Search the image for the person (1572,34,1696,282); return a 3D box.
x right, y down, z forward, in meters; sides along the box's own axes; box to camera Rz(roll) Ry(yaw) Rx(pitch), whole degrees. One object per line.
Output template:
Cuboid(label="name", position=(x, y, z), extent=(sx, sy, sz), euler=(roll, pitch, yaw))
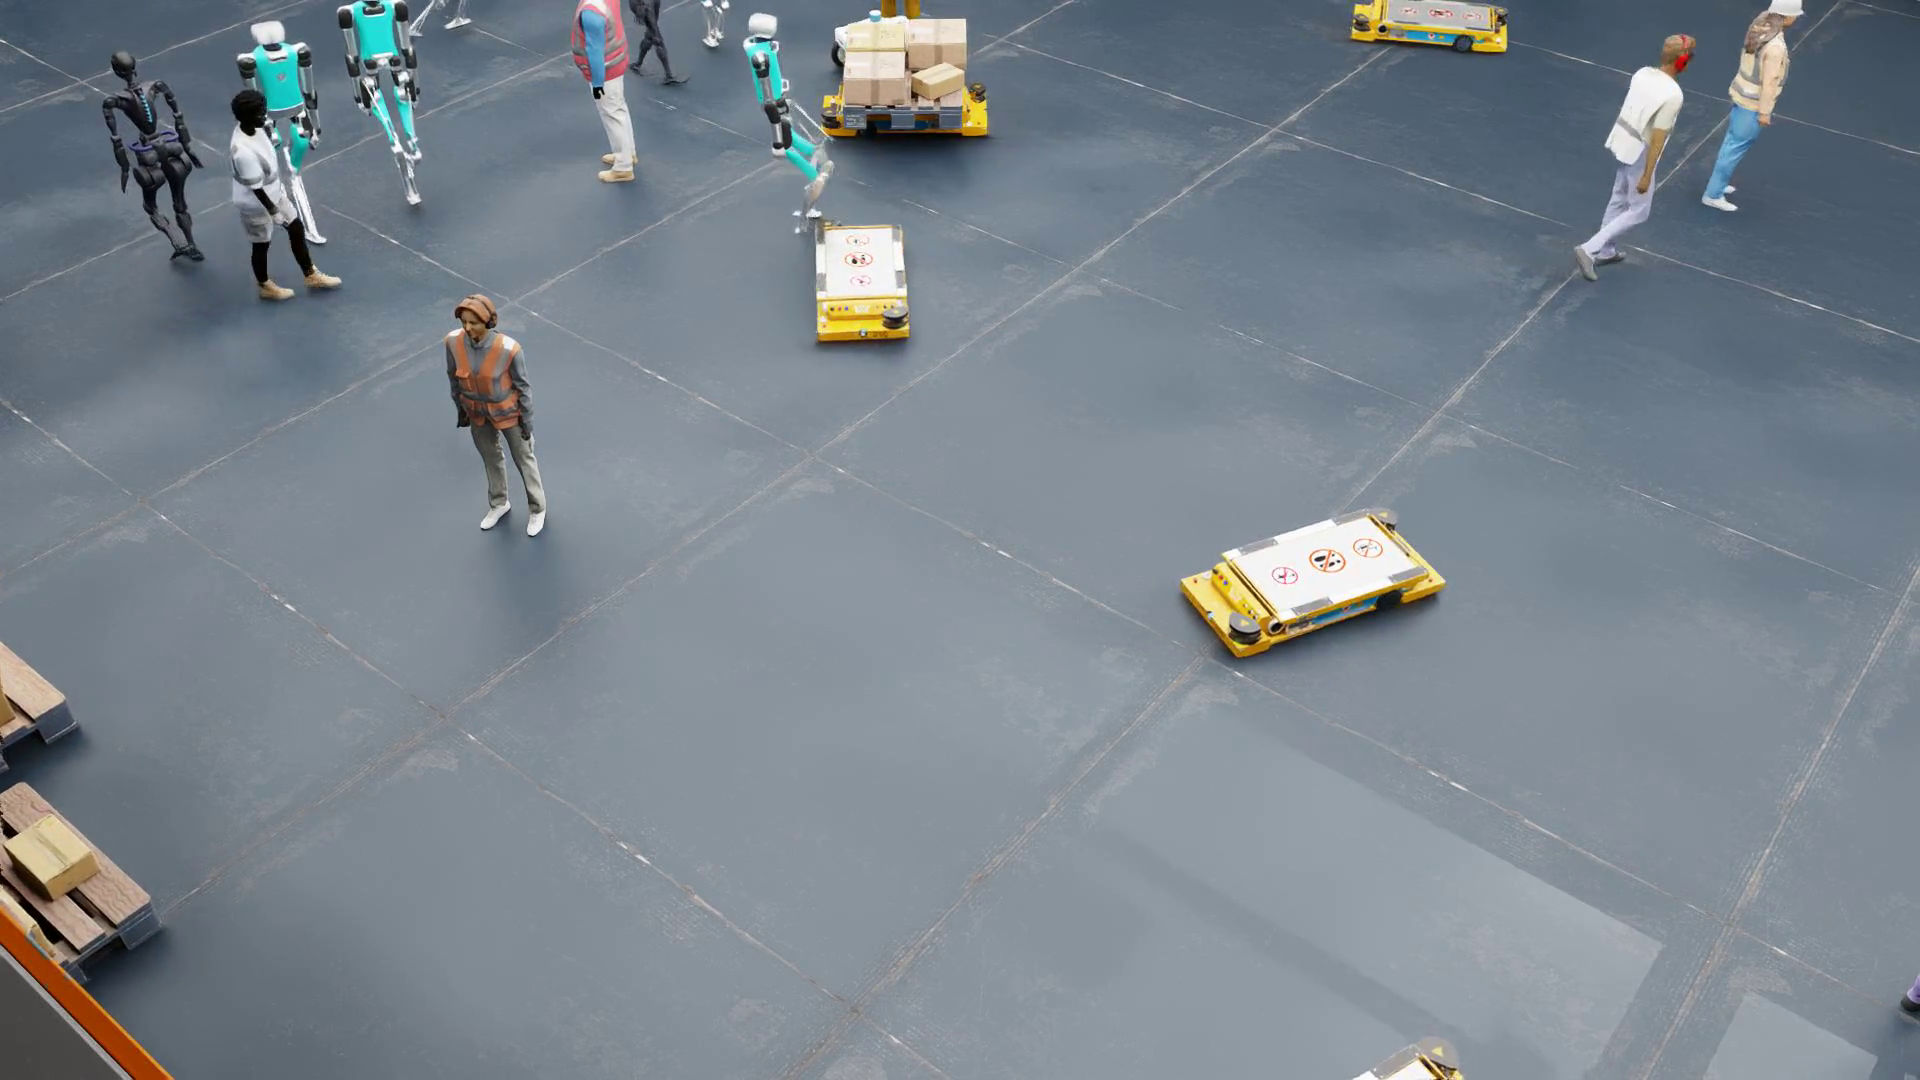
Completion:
Cuboid(label="person", position=(4.881, -2.785, 12.166), extent=(0.650, 1.808, 0.621), euler=(-8, 41, -9))

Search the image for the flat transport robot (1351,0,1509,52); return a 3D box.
Cuboid(label="flat transport robot", position=(4.484, -4.925, 15.871), extent=(1.431, 0.231, 0.659), euler=(9, 41, 10))

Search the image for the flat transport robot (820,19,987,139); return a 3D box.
Cuboid(label="flat transport robot", position=(-0.483, -3.746, 14.485), extent=(1.431, 0.231, 0.659), euler=(0, 40, 0))

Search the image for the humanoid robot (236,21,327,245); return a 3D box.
Cuboid(label="humanoid robot", position=(-5.234, -3.204, 12.756), extent=(0.564, 1.763, 1.031), euler=(-26, 47, -28))

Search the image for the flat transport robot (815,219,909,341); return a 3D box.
Cuboid(label="flat transport robot", position=(-0.740, -1.951, 12.373), extent=(0.659, 0.231, 1.431), euler=(-3, 40, -3))

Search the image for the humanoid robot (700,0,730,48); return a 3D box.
Cuboid(label="humanoid robot", position=(-2.338, -5.323, 15.202), extent=(0.530, 1.778, 0.751), euler=(-18, 44, -20))

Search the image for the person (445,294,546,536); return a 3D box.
Cuboid(label="person", position=(-2.758, -0.743, 9.889), extent=(0.512, 1.644, 0.306), euler=(9, 41, 10))

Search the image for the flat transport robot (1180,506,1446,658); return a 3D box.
Cuboid(label="flat transport robot", position=(2.086, 0.232, 9.805), extent=(1.431, 0.231, 0.659), euler=(-16, 43, -18))

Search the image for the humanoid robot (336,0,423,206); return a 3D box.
Cuboid(label="humanoid robot", position=(-4.417, -3.423, 13.013), extent=(0.551, 1.783, 1.015), euler=(-19, 44, -21))

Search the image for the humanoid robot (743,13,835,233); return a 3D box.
Cuboid(label="humanoid robot", position=(-1.222, -3.115, 12.638), extent=(0.738, 1.815, 0.542), euler=(-4, 41, -5))

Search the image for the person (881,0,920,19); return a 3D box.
Cuboid(label="person", position=(-0.581, -5.298, 15.166), extent=(0.523, 1.751, 0.345), euler=(20, 44, 22))

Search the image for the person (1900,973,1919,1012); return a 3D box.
Cuboid(label="person", position=(4.501, 1.535, 7.054), extent=(0.378, 1.845, 0.568), euler=(-6, 41, -7))

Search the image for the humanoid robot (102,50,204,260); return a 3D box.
Cuboid(label="humanoid robot", position=(-5.940, -2.823, 12.311), extent=(0.367, 1.640, 0.601), euler=(30, 49, 30))

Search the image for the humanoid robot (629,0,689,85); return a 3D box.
Cuboid(label="humanoid robot", position=(-2.749, -4.882, 14.766), extent=(0.668, 1.639, 0.603), euler=(15, 43, 17))

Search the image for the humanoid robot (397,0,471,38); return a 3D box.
Cuboid(label="humanoid robot", position=(-4.905, -5.494, 15.408), extent=(0.928, 1.766, 0.555), euler=(-24, 46, -25))

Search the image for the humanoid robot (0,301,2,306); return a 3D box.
Cuboid(label="humanoid robot", position=(-7.438, -2.338, 11.764), extent=(0.696, 1.633, 0.596), euler=(-1, 40, -1))

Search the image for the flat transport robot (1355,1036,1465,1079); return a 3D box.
Cuboid(label="flat transport robot", position=(1.677, 2.667, 6.941), extent=(1.431, 0.231, 0.659), euler=(-22, 45, -24))

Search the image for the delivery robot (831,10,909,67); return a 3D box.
Cuboid(label="delivery robot", position=(-0.799, -4.516, 15.185), extent=(0.786, 0.614, 0.515), euler=(-16, 43, -18))

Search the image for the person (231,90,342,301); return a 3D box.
Cuboid(label="person", position=(-4.889, -2.427, 11.852), extent=(0.698, 1.652, 0.543), euler=(-4, 40, -4))

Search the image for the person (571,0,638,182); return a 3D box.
Cuboid(label="person", position=(-2.862, -3.771, 13.313), extent=(0.431, 1.835, 0.628), euler=(0, 40, 0))

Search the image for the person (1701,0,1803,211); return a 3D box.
Cuboid(label="person", position=(6.181, -3.423, 12.992), extent=(0.377, 1.724, 0.523), euler=(1, 40, 1))
